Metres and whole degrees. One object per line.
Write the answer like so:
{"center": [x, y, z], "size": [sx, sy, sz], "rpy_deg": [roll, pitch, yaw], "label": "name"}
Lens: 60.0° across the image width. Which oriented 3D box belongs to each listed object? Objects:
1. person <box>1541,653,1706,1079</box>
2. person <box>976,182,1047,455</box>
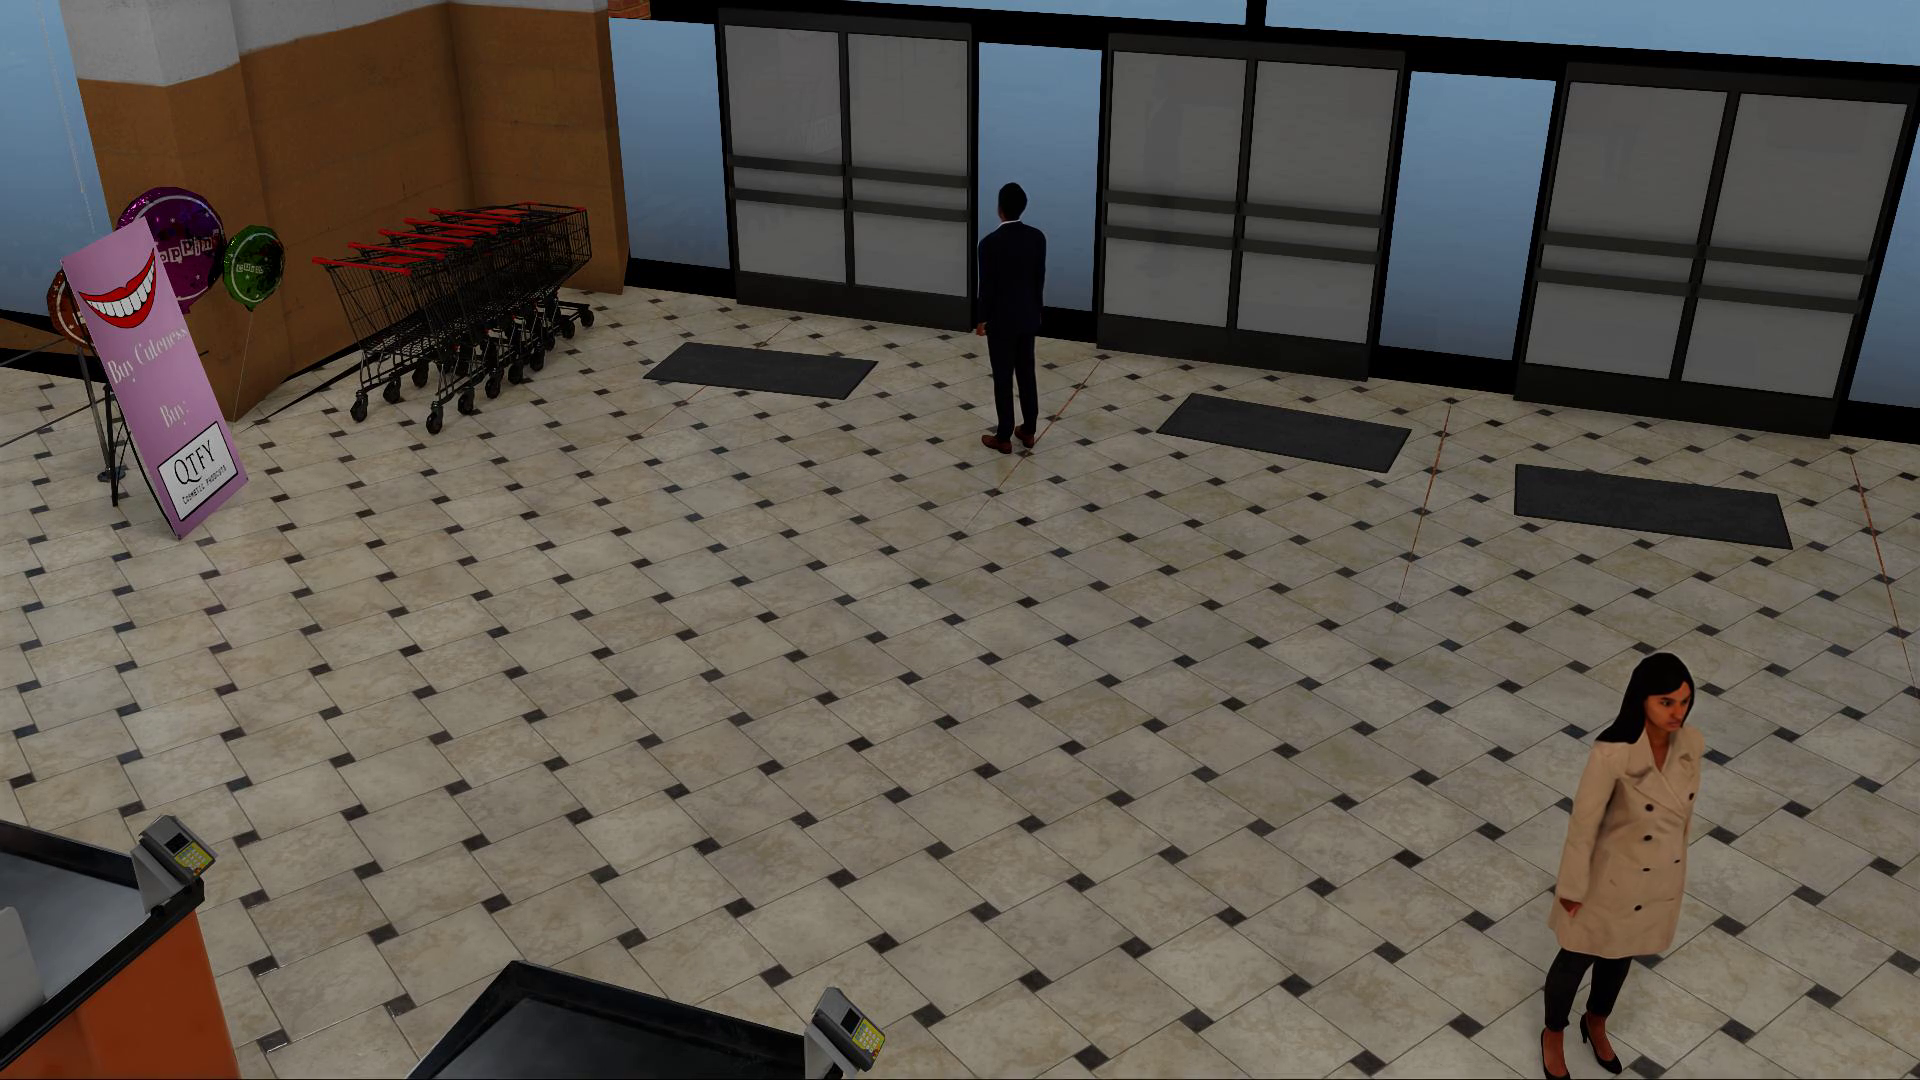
{"center": [2.212, 1.118, 5.572], "size": [0.719, 1.682, 0.741], "rpy_deg": [-8, 28, -15], "label": "person"}
{"center": [0.326, -1.384, 10.458], "size": [0.687, 1.726, 0.762], "rpy_deg": [-14, 30, -25], "label": "person"}
